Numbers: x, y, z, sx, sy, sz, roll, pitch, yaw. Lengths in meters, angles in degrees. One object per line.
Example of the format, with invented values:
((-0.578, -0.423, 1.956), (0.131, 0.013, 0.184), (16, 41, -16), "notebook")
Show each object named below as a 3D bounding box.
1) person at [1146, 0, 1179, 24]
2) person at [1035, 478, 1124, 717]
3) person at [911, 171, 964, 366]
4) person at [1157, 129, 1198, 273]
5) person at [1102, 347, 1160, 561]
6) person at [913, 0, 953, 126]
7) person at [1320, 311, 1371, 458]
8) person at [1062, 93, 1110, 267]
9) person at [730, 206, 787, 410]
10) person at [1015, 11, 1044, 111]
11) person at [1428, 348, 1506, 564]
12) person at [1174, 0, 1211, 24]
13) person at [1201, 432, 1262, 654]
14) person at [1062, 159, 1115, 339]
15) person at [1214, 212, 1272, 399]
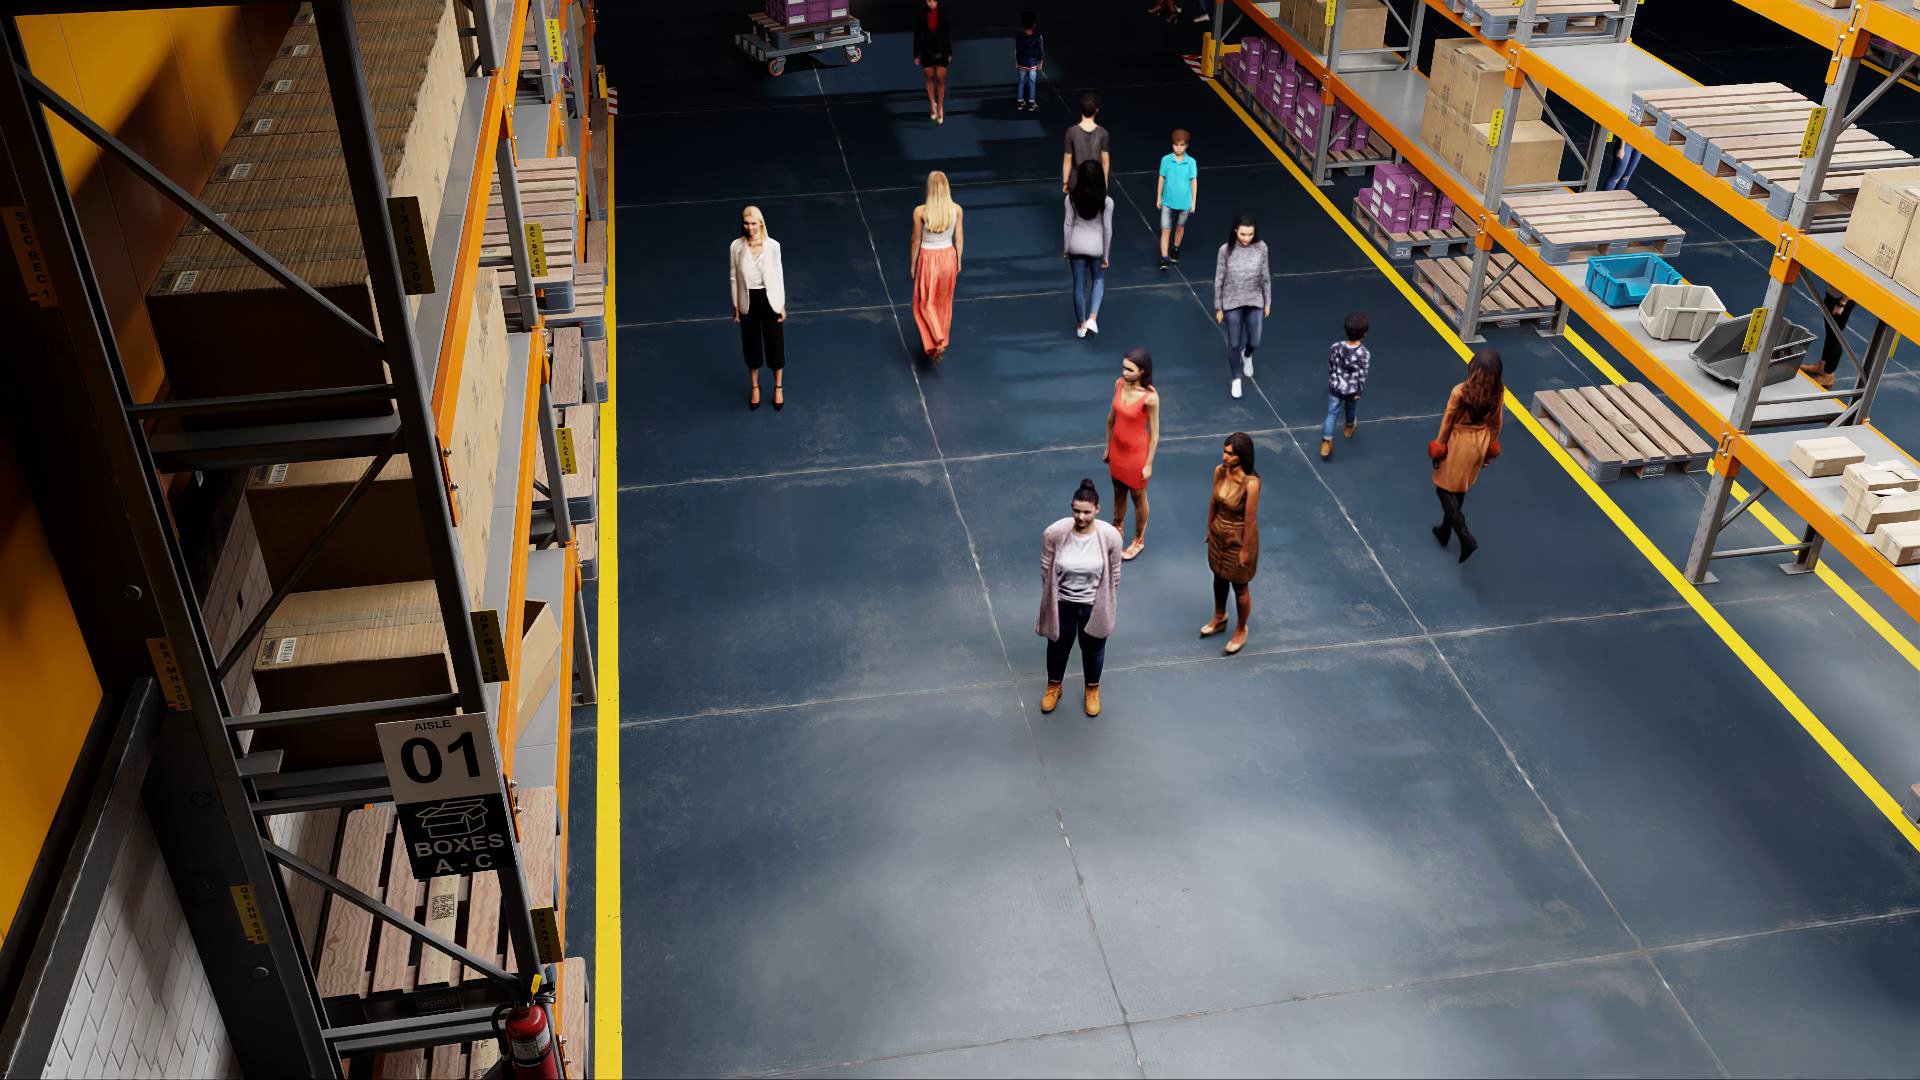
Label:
((2.978, -8.157, 23.554), (0.897, 1.736, 0.962), (-28, 43, -35), "person")
((0.771, 0.366, 10.725), (0.766, 1.743, 0.736), (5, 34, 7), "person")
((-0.195, -2.390, 14.835), (0.640, 1.782, 1.009), (-6, 34, -9), "person")
((2.185, -3.453, 16.762), (0.709, 1.419, 0.963), (4, 34, 5), "person")
((1.265, -0.650, 12.274), (0.728, 1.719, 0.626), (-28, 43, -35), "person")
((-0.314, -5.920, 20.289), (0.697, 1.624, 0.740), (2, 34, 4), "person")
((3.135, -1.258, 13.639), (0.777, 1.221, 0.923), (13, 36, 18), "person")
((1.256, -3.608, 16.751), (0.756, 1.690, 1.044), (2, 34, 2), "person")
((-1.700, -1.958, 14.117), (0.628, 1.858, 0.559), (-1, 34, -2), "person")
((0.840, -5.987, 20.753), (0.565, 1.222, 0.567), (5, 34, 7), "person")
((3.721, -0.584, 12.189), (0.686, 1.703, 0.917), (-5, 34, -8), "person")
((3.391, -8.255, 23.747), (0.996, 1.684, 1.236), (-26, 41, -33), "person")
((1.864, 0.007, 11.317), (0.700, 1.684, 0.589), (-22, 40, -30), "person")
((1.150, -2.614, 15.227), (0.723, 1.722, 0.791), (5, 34, 8), "person")
((2.442, -2.090, 14.450), (0.755, 1.709, 0.826), (0, 34, 0), "person")
